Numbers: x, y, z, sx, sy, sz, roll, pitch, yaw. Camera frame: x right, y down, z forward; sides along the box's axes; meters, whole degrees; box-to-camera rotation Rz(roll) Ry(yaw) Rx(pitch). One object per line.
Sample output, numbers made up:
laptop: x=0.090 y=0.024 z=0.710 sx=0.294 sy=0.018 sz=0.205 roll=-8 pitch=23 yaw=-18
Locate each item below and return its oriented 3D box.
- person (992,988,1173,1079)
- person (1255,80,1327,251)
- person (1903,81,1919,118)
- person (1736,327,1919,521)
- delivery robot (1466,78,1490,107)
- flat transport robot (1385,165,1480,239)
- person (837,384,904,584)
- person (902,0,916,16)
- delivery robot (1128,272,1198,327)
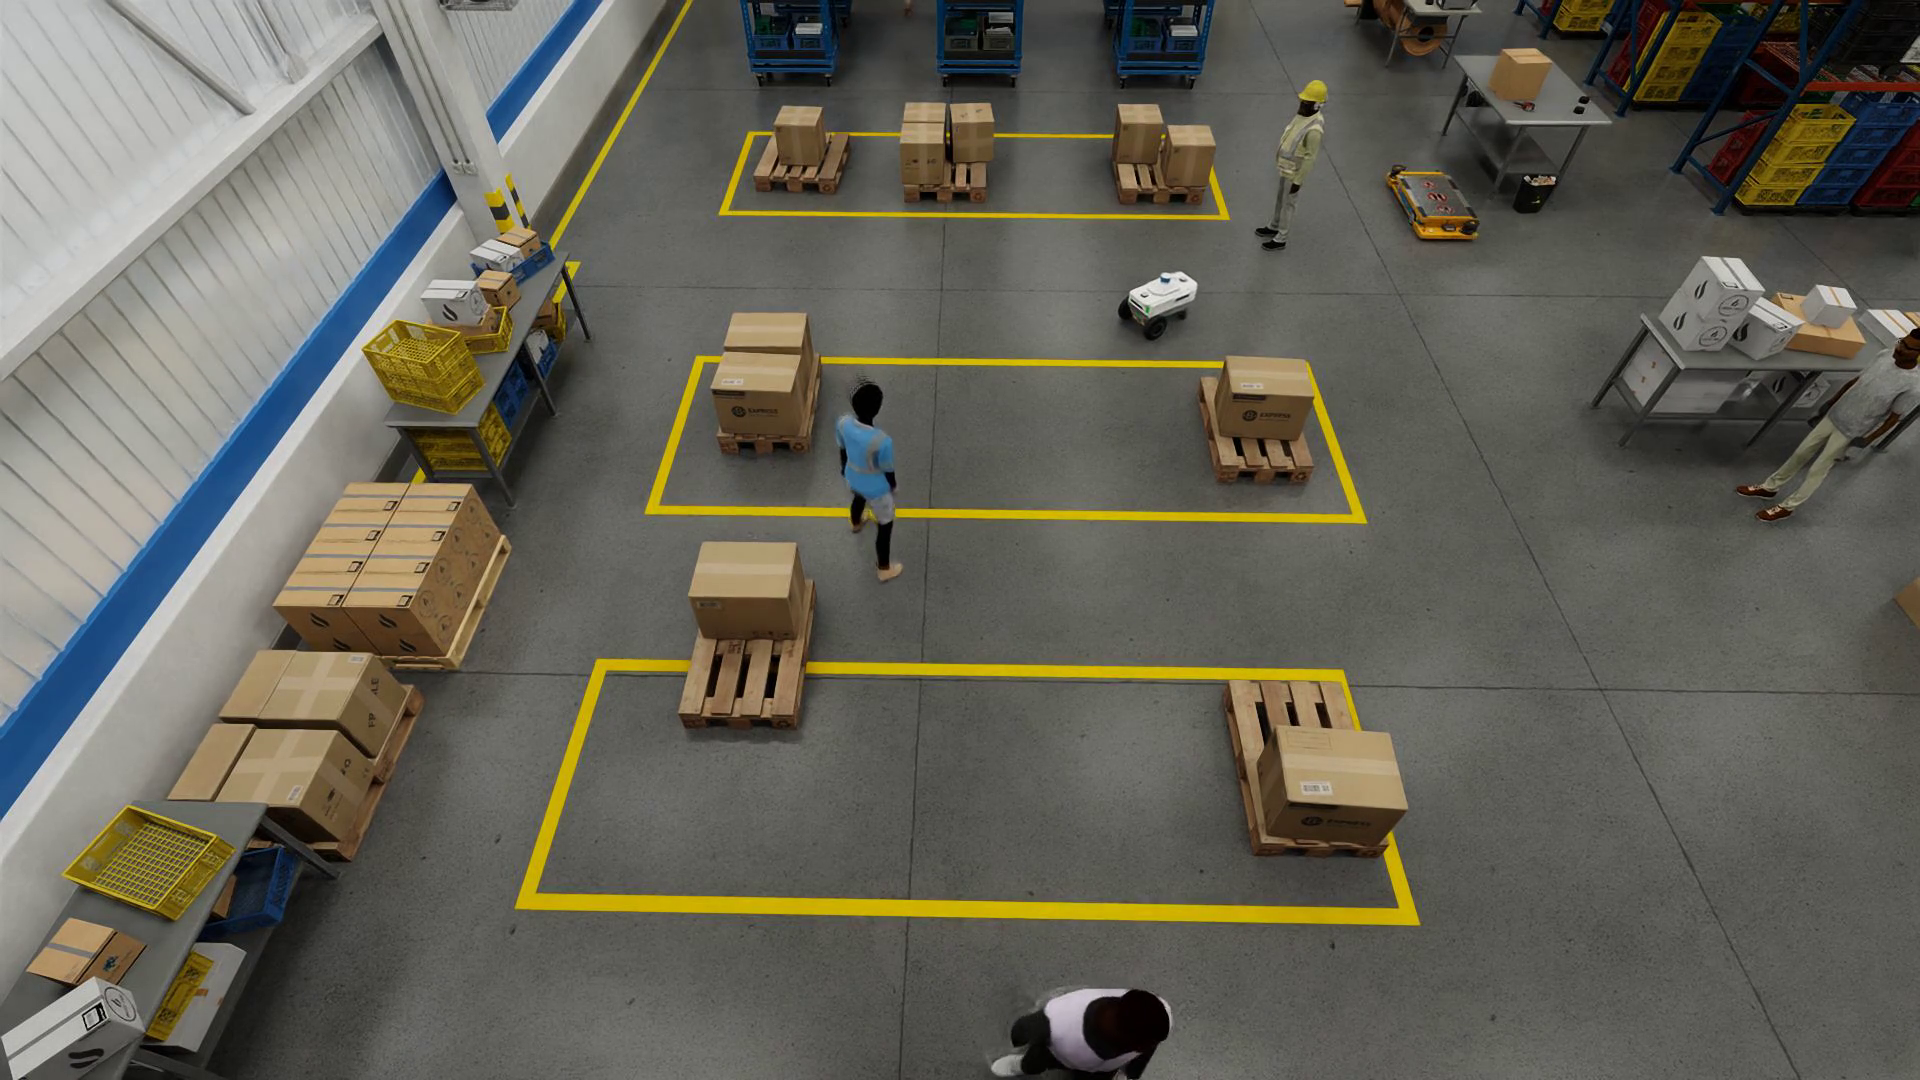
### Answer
person: x=0.533 y=2.401 z=4.389 sx=0.760 sy=1.878 sz=0.386 roll=1 pitch=49 yaw=1
person: x=3.631 y=-4.074 z=10.012 sx=0.404 sy=1.836 sz=0.600 roll=0 pitch=49 yaw=0
person: x=12.151 y=-5.751 z=11.435 sx=0.354 sy=1.883 sz=0.573 roll=16 pitch=51 yaw=13
person: x=6.963 y=-0.896 z=7.241 sx=0.316 sy=1.870 sz=0.531 roll=0 pitch=49 yaw=0
delivery robot: x=7.380 y=-6.409 z=12.817 sx=0.477 sy=0.478 sz=0.707 roll=1 pitch=49 yaw=1
flat transport robot: x=5.692 y=-4.094 z=11.059 sx=0.652 sy=0.197 sz=1.431 roll=1 pitch=49 yaw=1
person: x=-0.718 y=-0.477 z=7.028 sx=0.718 sy=1.654 sz=0.476 roll=35 pitch=58 yaw=26
person: x=-0.803 y=-9.582 z=14.723 sx=0.627 sy=1.942 sz=1.051 roll=10 pitch=50 yaw=8
delivery robot: x=2.089 y=-2.517 z=9.448 sx=0.707 sy=0.478 sz=0.477 roll=-25 pitch=54 yaw=-20
